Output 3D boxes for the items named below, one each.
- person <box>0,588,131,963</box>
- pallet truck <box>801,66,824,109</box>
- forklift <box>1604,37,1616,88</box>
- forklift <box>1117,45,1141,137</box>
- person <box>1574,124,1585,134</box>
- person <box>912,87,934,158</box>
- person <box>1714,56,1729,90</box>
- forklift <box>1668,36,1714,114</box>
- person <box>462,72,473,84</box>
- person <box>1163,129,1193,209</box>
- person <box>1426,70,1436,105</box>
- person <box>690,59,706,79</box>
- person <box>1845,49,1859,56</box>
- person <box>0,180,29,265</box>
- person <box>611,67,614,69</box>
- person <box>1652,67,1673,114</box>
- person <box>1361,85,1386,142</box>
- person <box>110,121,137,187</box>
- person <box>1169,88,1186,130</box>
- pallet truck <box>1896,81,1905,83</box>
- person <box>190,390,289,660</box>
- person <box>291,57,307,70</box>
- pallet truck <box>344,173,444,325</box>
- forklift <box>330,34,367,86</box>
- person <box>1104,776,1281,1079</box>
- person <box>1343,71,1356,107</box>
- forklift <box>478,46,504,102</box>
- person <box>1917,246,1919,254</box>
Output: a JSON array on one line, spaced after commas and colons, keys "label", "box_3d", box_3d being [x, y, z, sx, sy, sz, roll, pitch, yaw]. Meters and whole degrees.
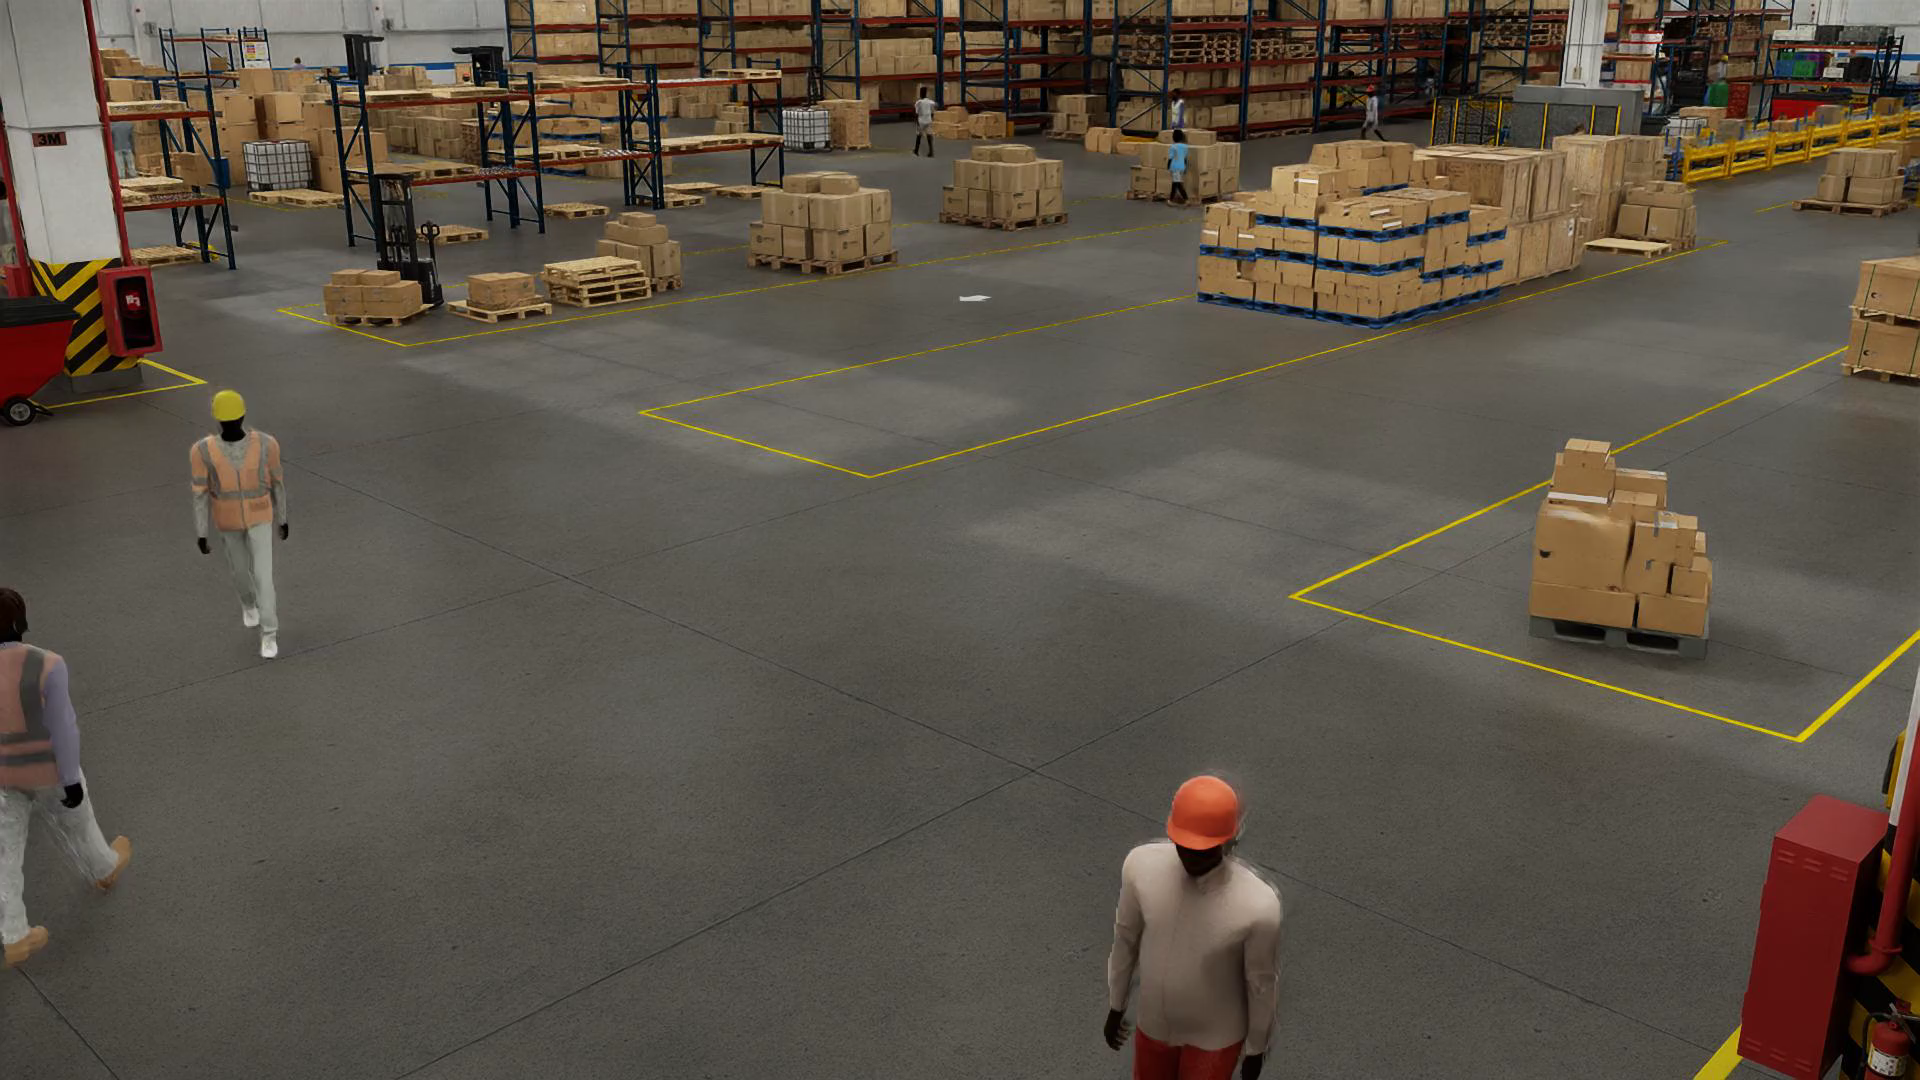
[{"label": "person", "box_3d": [-4.576, 1.086, 8.199, 0.645, 1.791, 0.992, 0, 18, -1]}, {"label": "pallet truck", "box_3d": [-4.812, -15.182, 56.903, 0.823, 1.965, 1.885, -9, 21, -26]}, {"label": "forklift", "box_3d": [23.366, -16.971, 60.912, 1.129, 2.768, 1.873, 17, 25, 41]}, {"label": "forklift", "box_3d": [5.317, -14.279, 52.802, 1.129, 2.768, 1.873, 17, 25, 41]}, {"label": "person", "box_3d": [12.520, -7.512, 33.930, 0.629, 1.921, 0.490, -10, 21, -27]}, {"label": "person", "box_3d": [-1.018, -11.638, 46.367, 0.613, 1.907, 1.043, -9, 20, -24]}, {"label": "person", "box_3d": [32.699, -19.876, 71.402, 0.588, 1.766, 0.981, -12, 22, -31]}, {"label": "forklift", "box_3d": [27.341, -17.291, 61.877, 1.129, 2.768, 1.873, 17, 25, 41]}, {"label": "person", "box_3d": [-15.664, -13.894, 53.036, 0.612, 1.987, 0.399, -17, 25, -42]}, {"label": "person", "box_3d": [4.705, -7.934, 35.586, 0.826, 1.669, 0.534, 17, 25, 41]}, {"label": "person", "box_3d": [17.264, -16.381, 60.993, 0.368, 1.684, 0.556, 6, 19, 17]}, {"label": "person", "box_3d": [-10.228, -17.748, 64.799, 0.657, 1.893, 0.415, 7, 20, 21]}, {"label": "person", "box_3d": [42.237, -22.415, 78.919, 0.658, 1.863, 0.999, 1, 18, 3]}, {"label": "person", "box_3d": [-13.943, -4.333, 24.429, 0.513, 1.863, 0.329, -17, 25, -42]}, {"label": "person", "box_3d": [-15.529, -20.761, 74.276, 0.515, 1.636, 0.315, -17, 25, -42]}, {"label": "person", "box_3d": [24.576, -15.578, 58.225, 0.853, 1.924, 0.608, -4, 19, -13]}, {"label": "person", "box_3d": [12.047, -12.287, 48.381, 1.017, 1.885, 0.556, -6, 19, -19]}, {"label": "person", "box_3d": [-19.217, -8.916, 38.118, 0.629, 1.939, 0.372, -17, 25, -42]}, {"label": "person", "box_3d": [5.935, -11.531, 46.077, 0.889, 1.879, 0.612, -9, 20, -25]}, {"label": "pallet truck", "box_3d": [34.802, -16.331, 61.455, 0.653, 1.274, 1.630, 17, 25, 41]}, {"label": "person", "box_3d": [-5.127, -0.173, 11.888, 0.606, 1.884, 1.010, -7, 20, -21]}, {"label": "person", "box_3d": [-26.087, -18.097, 65.786, 0.629, 1.935, 0.372, -17, 25, -42]}, {"label": "pallet truck", "box_3d": [-8.209, -4.181, 23.757, 0.823, 1.965, 1.885, 3, 19, 9]}, {"label": "forklift", "box_3d": [-23.532, -18.275, 64.841, 1.129, 2.768, 1.873, 17, 25, 41]}, {"label": "person", "box_3d": [0.869, 1.706, 6.069, 0.626, 1.969, 0.769, 12, 22, 32]}, {"label": "person", "box_3d": [14.317, -16.373, 61.029, 0.862, 1.650, 0.548, -5, 19, -14]}, {"label": "forklift", "box_3d": [-14.397, -13.832, 51.456, 1.129, 2.768, 1.873, 17, 25, 41]}, {"label": "person", "box_3d": [17.406, -5.953, 29.030, 0.682, 2.000, 1.022, -12, 22, -33]}]
